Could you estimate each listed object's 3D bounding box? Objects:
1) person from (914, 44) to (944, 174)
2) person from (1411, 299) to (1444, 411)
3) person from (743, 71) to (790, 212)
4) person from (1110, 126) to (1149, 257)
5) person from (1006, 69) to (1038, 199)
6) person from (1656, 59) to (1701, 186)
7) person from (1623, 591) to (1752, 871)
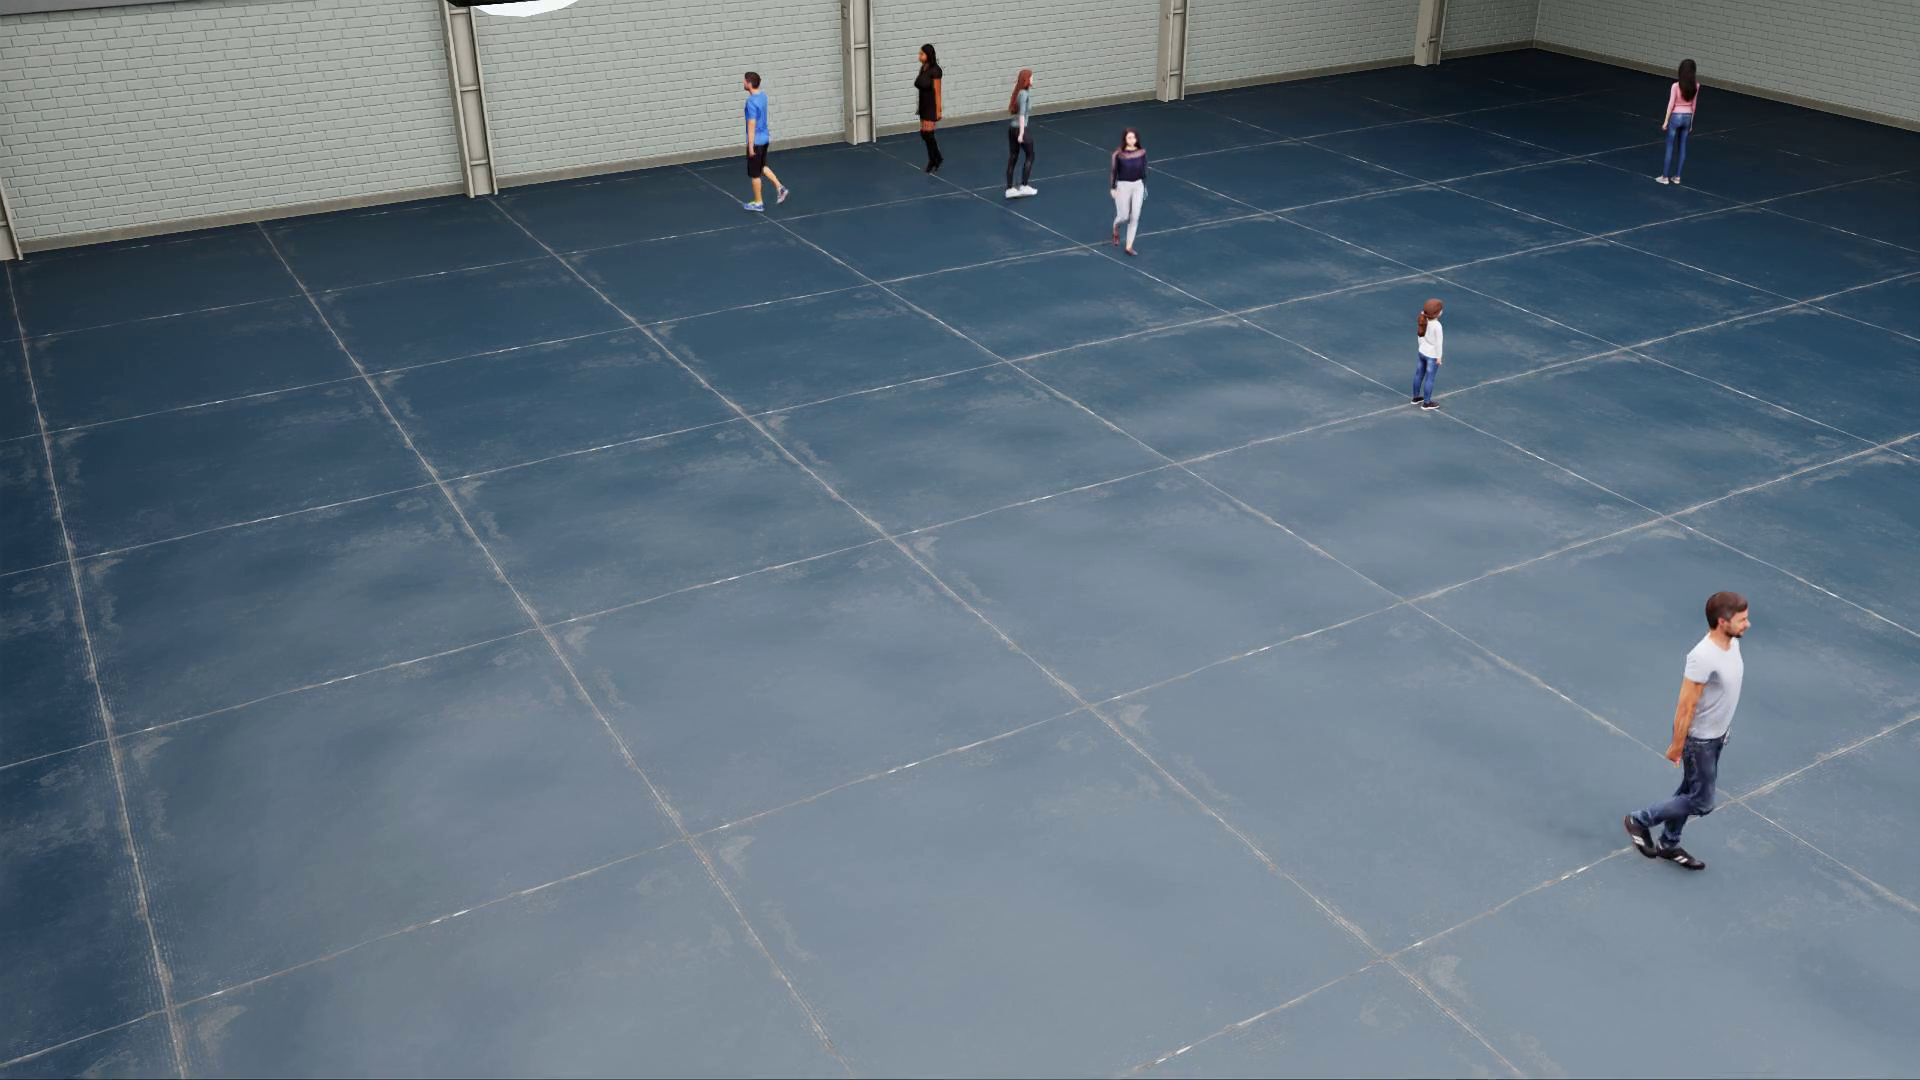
[{"bbox_3d":[-0.366,-6.227,24.037,0.608,1.845,0.649,-15,31,-27],"label":"person"},{"bbox_3d":[4.605,-1.846,16.331,0.479,1.110,0.445,-13,30,-24],"label":"person"},{"bbox_3d":[-2.619,-5.316,22.253,0.974,1.859,0.930,9,29,17],"label":"person"},{"bbox_3d":[2.072,-4.338,20.637,0.717,1.598,0.743,-9,29,-17],"label":"person"},{"bbox_3d":[0.769,-5.571,22.909,0.729,1.712,0.656,-5,28,-9],"label":"person"},{"bbox_3d":[10.207,-5.939,23.590,0.582,1.742,0.697,-1,27,-2],"label":"person"},{"bbox_3d":[4.266,1.112,9.776,0.835,1.853,0.786,19,33,33],"label":"person"}]
